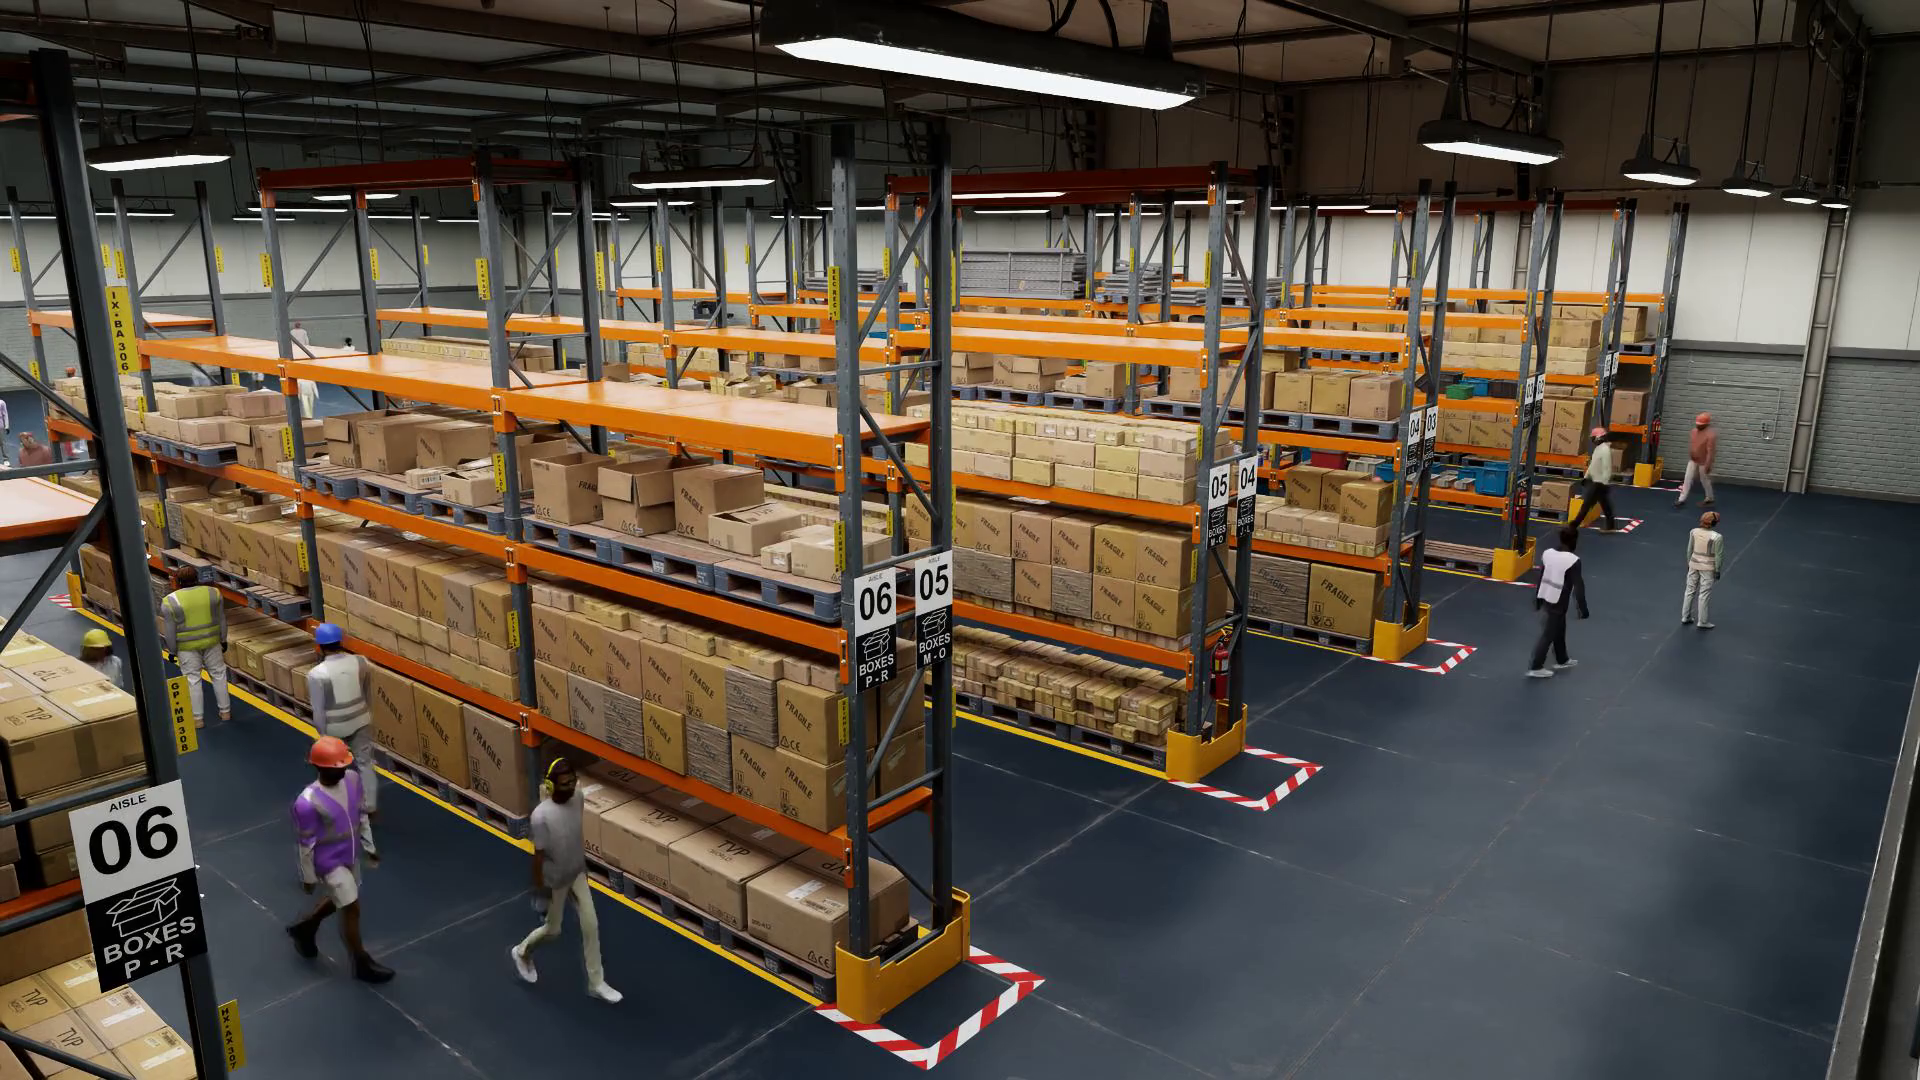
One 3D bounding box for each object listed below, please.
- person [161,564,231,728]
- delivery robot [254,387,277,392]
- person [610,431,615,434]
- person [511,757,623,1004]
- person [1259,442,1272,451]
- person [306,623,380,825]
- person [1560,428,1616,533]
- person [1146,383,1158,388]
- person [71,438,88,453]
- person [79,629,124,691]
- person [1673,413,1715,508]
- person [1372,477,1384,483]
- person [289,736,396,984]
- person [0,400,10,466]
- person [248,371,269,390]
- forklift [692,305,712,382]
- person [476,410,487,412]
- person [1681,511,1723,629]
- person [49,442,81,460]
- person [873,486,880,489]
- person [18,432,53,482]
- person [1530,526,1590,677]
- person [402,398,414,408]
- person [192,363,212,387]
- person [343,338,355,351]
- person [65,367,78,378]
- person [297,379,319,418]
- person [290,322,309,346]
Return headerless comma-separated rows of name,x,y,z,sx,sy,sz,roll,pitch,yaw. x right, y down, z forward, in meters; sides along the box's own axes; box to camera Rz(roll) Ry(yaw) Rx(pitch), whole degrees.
person,-8.481,1.164,14.005,0.429,1.845,0.621,12,18,42
delivery robot,-22.470,-4.710,40.742,0.707,0.478,0.477,4,14,15
person,-9.554,-3.707,34.484,0.529,1.620,0.353,-9,16,-32
person,-2.871,2.391,8.978,0.876,1.842,0.528,7,15,26
person,6.138,-1.466,24.854,0.946,1.821,0.556,12,18,41
person,-5.795,1.681,11.729,0.954,1.901,0.605,10,17,36
person,11.657,-1.094,23.123,1.014,1.919,0.635,4,14,16
person,4.929,-3.438,32.543,0.630,2.025,0.497,-11,18,-39
person,-22.081,-3.095,31.509,0.642,1.840,0.573,-7,15,-26
person,-8.156,1.697,12.099,0.855,1.708,0.493,7,15,25
person,14.765,-1.574,25.098,1.009,1.930,0.626,-4,14,-17
person,5.991,-0.007,18.662,0.560,1.920,0.730,-12,18,-41
person,-4.633,2.300,9.203,0.860,1.908,0.547,3,14,11
person,-22.734,-2.676,29.633,0.587,1.922,0.383,-5,15,-20
person,-23.329,-5.646,41.909,0.564,1.888,0.963,-3,14,-14
forklift,-9.511,-7.392,47.124,1.873,2.768,1.129,11,17,38
person,-13.352,-3.899,35.144,0.319,1.694,0.544,12,18,39
person,10.353,0.405,17.544,0.308,1.641,0.514,-5,15,-21
person,-21.883,-2.791,30.508,0.530,1.740,0.652,11,18,39
person,-1.473,-1.729,25.712,0.617,1.940,1.041,-13,18,-42
person,-16.894,-1.054,23.093,0.671,1.870,0.593,1,14,5
person,7.499,0.764,15.576,0.897,1.883,0.614,-2,14,-8
person,-12.047,-2.179,27.623,0.639,1.908,0.409,-5,14,-19
person,-21.616,-4.193,35.947,1.013,1.901,0.641,4,14,15
person,-22.223,-6.549,46.089,0.838,1.655,0.549,5,15,20
person,-23.944,-3.747,34.116,0.341,1.883,0.587,-1,14,-5
person,-18.739,-4.115,36.237,0.830,1.594,0.504,13,19,43
person,-26.674,-7.844,50.924,0.652,1.906,0.405,-4,14,-15
